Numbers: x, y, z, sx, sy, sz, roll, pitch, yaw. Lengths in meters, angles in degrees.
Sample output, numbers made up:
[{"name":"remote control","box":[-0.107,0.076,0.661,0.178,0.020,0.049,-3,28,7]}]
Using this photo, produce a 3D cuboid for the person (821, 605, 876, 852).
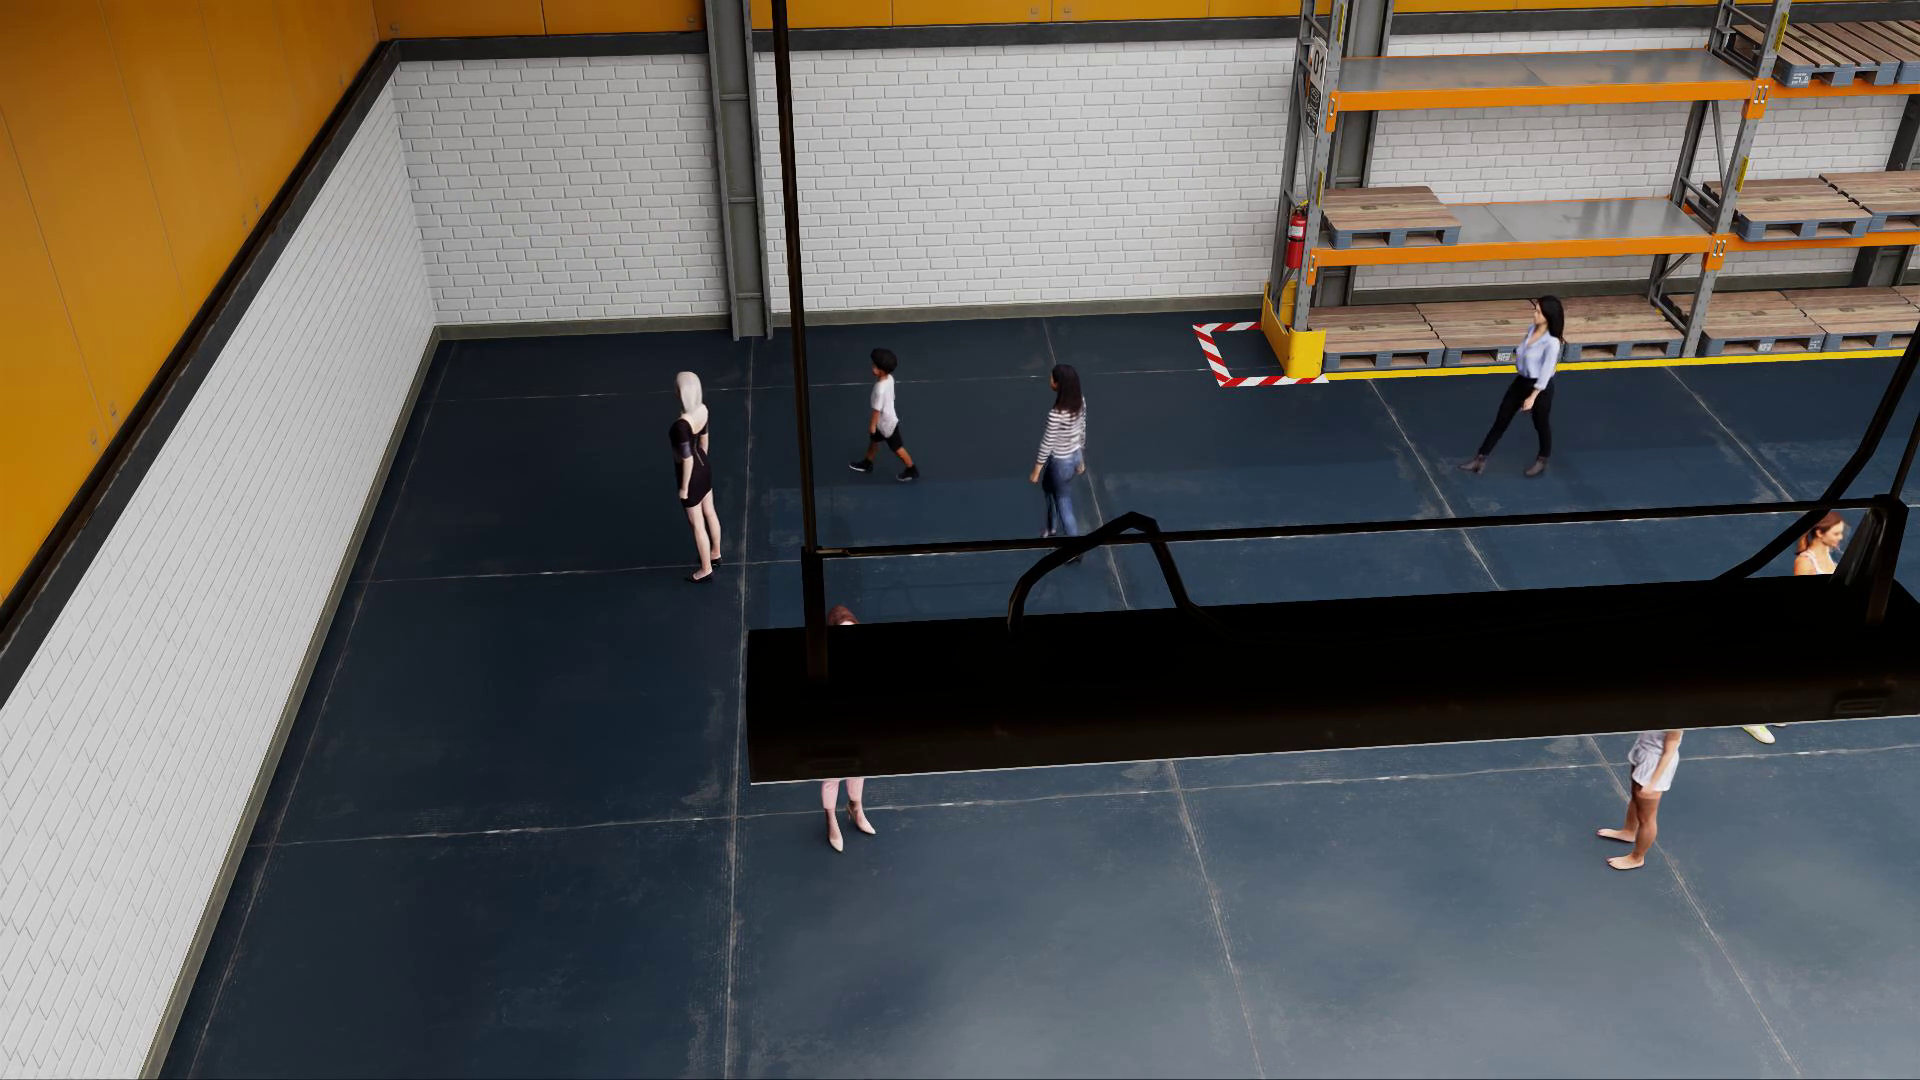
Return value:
[{"name":"person","box":[-0.734,1.164,10.454,0.630,1.803,0.746,-22,39,-29]}]

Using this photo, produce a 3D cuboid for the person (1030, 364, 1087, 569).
[{"name":"person","box":[0.884,-0.530,13.025,0.858,1.780,0.785,19,38,26]}]

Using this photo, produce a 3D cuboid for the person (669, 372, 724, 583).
[{"name":"person","box":[-2.056,-0.491,12.921,0.624,1.830,0.655,10,35,14]}]

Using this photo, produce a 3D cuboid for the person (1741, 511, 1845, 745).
[{"name":"person","box":[5.686,0.564,11.368,0.743,1.792,0.677,28,42,35]}]

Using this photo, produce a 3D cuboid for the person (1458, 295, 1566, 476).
[{"name":"person","box":[4.976,-1.266,14.198,1.130,1.707,0.814,-11,35,-15]}]

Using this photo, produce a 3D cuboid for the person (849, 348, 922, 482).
[{"name":"person","box":[-0.583,-1.048,14.293,0.934,1.238,0.657,7,34,10]}]

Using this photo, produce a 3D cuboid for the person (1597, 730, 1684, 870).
[{"name":"person","box":[4.317,1.364,10.337,0.616,1.602,0.615,4,34,6]}]
